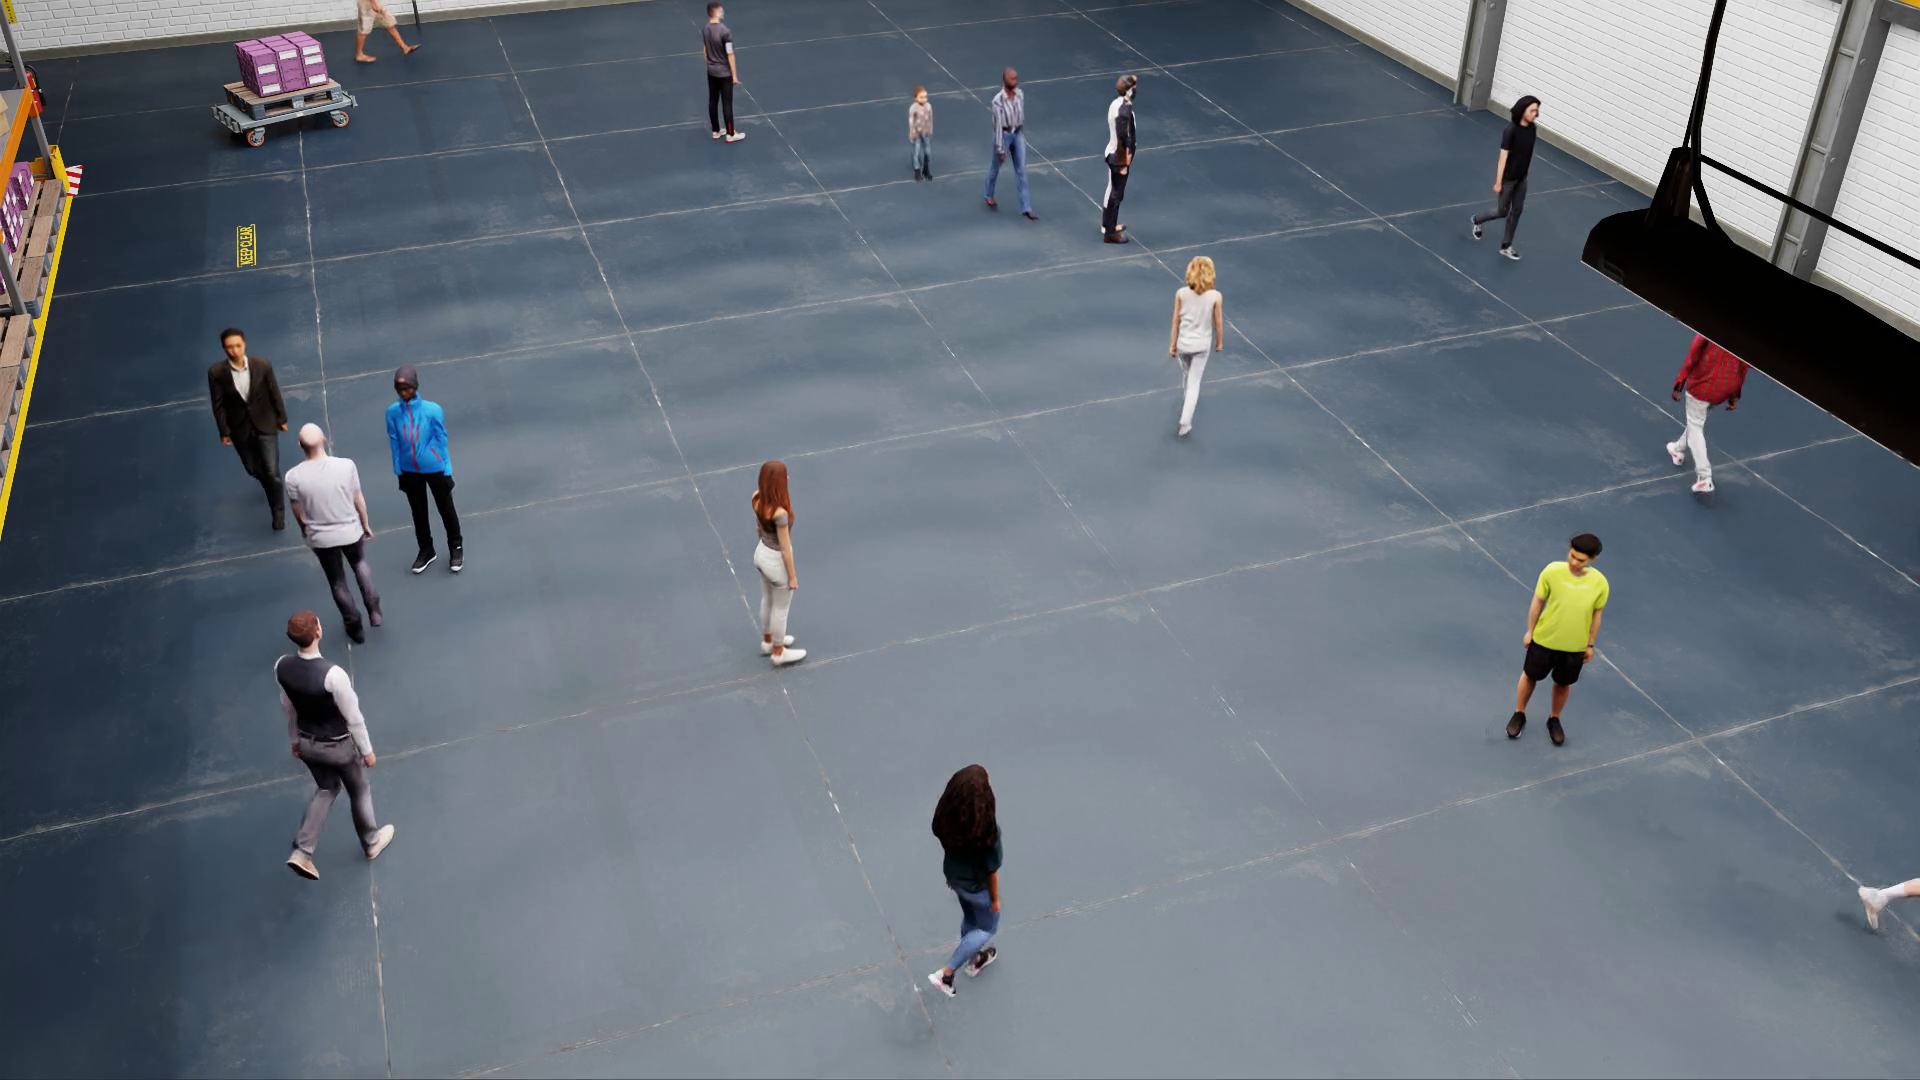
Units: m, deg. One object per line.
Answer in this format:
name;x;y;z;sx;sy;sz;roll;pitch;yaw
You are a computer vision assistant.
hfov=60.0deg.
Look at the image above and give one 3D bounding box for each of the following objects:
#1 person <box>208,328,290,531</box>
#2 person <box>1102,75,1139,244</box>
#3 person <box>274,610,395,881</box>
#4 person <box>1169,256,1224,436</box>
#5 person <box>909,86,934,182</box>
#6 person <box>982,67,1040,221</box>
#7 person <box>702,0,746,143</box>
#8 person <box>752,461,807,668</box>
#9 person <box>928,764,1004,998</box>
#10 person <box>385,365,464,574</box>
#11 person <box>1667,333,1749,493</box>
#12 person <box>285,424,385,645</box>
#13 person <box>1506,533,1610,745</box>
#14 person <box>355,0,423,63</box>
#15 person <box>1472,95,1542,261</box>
person;-5.890;-0.987;13.839;0.676;1.784;0.989;-15;36;-21
person;1.786;-4.300;18.729;0.807;1.889;0.649;-1;34;-1
person;-3.955;1.322;10.247;1.042;1.914;1.129;13;36;19
person;2.112;-1.737;15.111;1.033;1.624;1.170;10;35;15
person;-0.510;-5.014;20.439;0.477;1.185;0.468;-12;35;-17
person;0.486;-4.603;19.326;0.936;1.733;1.266;-24;41;-32
person;-3.100;-6.035;21.452;0.677;1.762;0.778;22;39;29
person;-1.366;0.175;12.152;0.703;1.716;0.562;-22;40;-30
person;0.026;1.989;9.520;0.868;1.608;0.851;28;43;35
person;-4.245;-0.575;13.207;0.675;1.797;0.651;-1;34;-1
person;6.451;-1.253;14.230;0.939;1.794;1.284;-1;34;-2
person;-4.603;0.010;12.308;0.718;1.818;0.740;-18;38;-25
person;4.133;0.646;11.452;0.705;1.706;0.737;10;35;15
person;-8.648;-7.808;24.066;0.950;1.821;1.212;-2;34;-3
person;6.081;-4.062;18.439;0.738;1.812;0.988;-18;38;-25
